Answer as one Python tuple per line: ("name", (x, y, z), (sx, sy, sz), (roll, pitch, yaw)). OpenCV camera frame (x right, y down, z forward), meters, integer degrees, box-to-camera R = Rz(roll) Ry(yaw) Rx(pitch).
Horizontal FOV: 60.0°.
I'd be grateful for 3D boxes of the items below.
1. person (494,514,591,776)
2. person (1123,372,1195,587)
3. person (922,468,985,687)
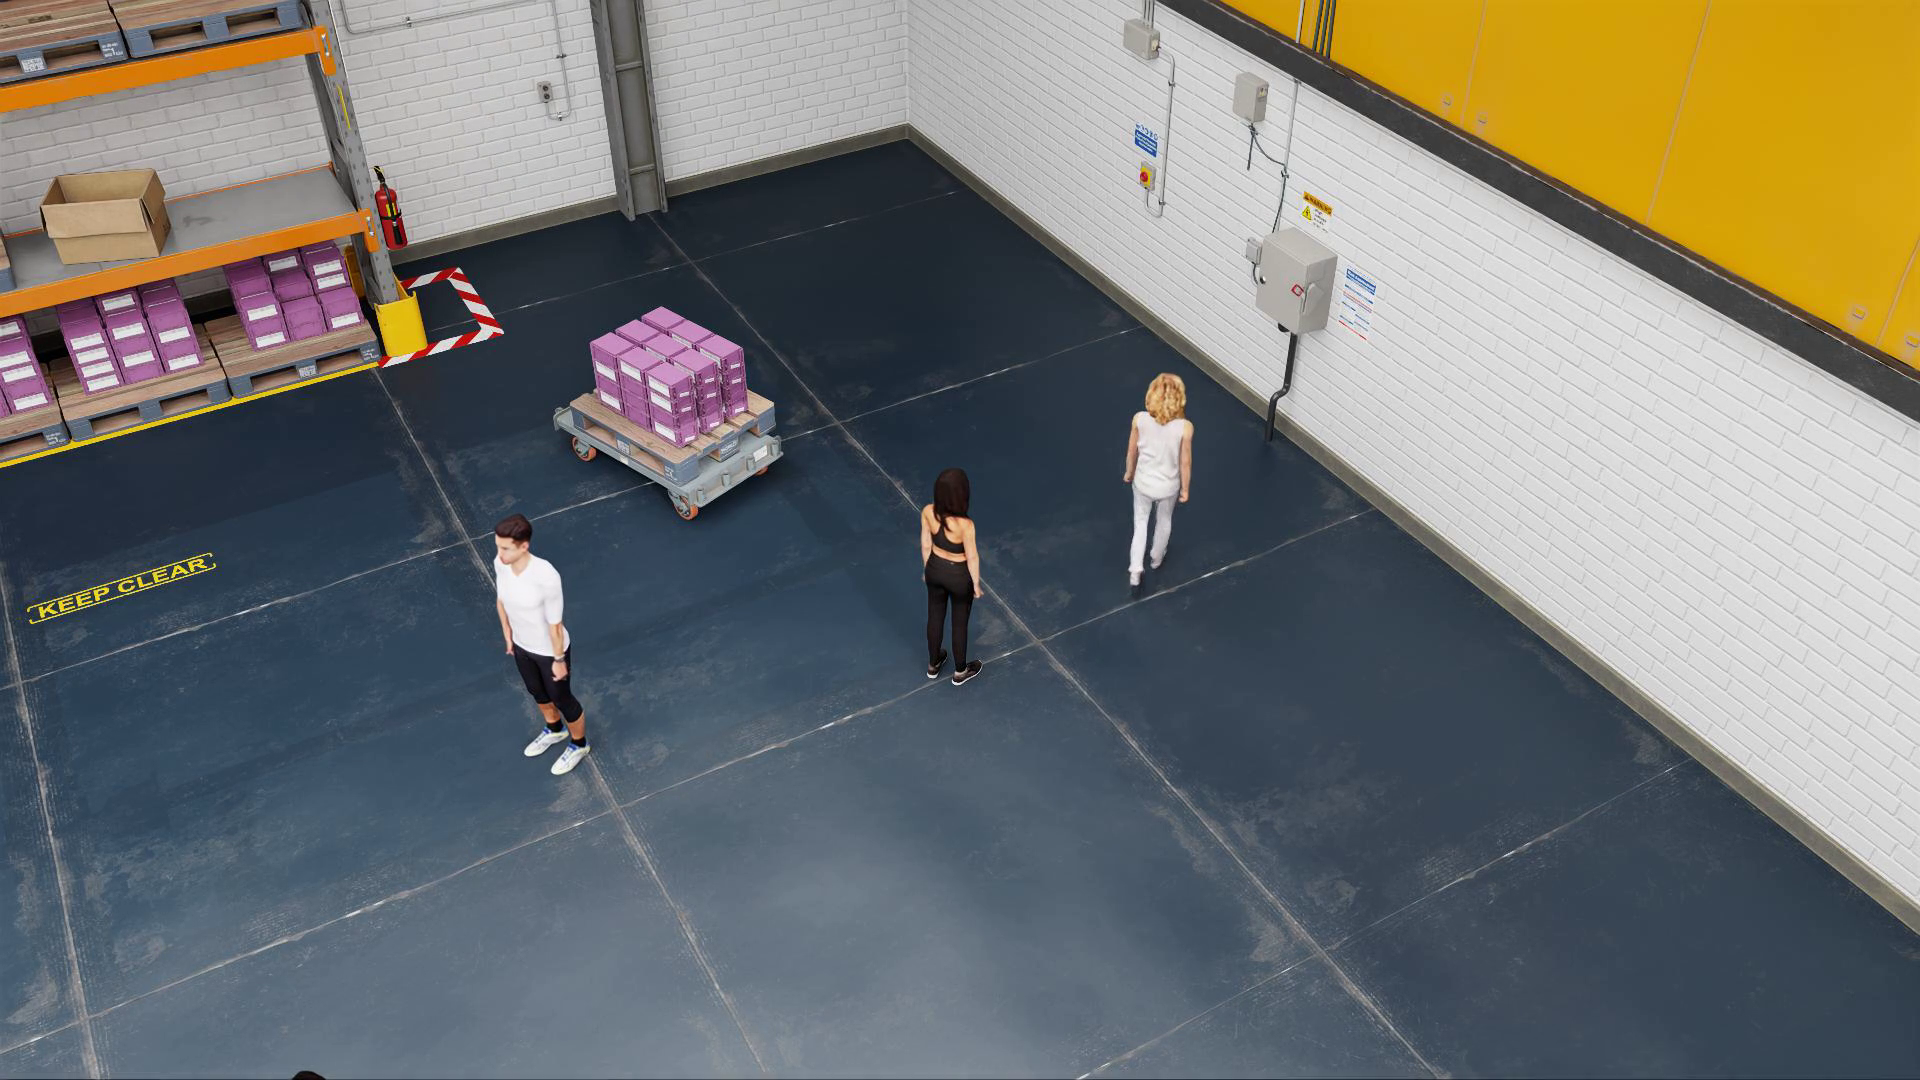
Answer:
("person", (-2.483, 0.597, 9.853), (0.740, 1.848, 0.737), (21, 43, 24))
("person", (1.305, -0.383, 11.233), (0.862, 1.657, 0.928), (12, 40, 15))
("person", (-0.070, 0.232, 10.474), (0.634, 1.643, 0.651), (18, 42, 21))
